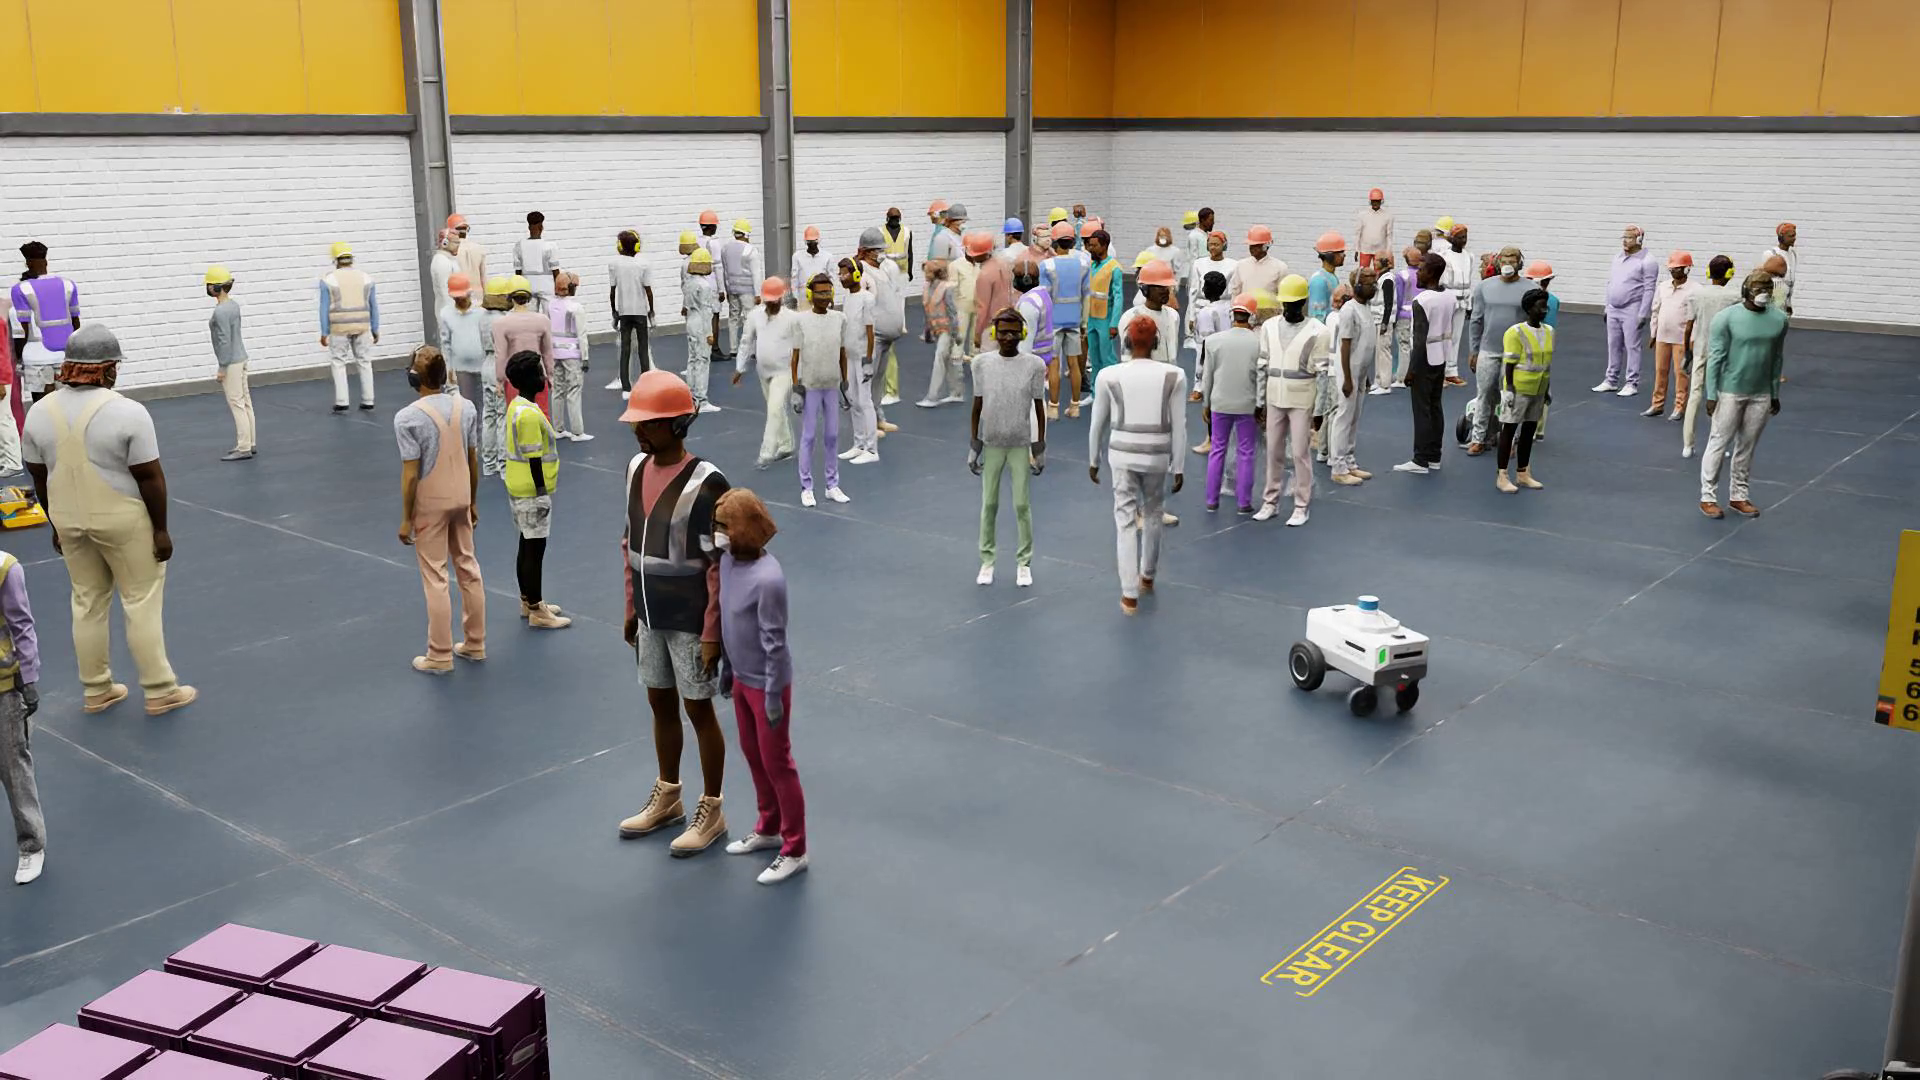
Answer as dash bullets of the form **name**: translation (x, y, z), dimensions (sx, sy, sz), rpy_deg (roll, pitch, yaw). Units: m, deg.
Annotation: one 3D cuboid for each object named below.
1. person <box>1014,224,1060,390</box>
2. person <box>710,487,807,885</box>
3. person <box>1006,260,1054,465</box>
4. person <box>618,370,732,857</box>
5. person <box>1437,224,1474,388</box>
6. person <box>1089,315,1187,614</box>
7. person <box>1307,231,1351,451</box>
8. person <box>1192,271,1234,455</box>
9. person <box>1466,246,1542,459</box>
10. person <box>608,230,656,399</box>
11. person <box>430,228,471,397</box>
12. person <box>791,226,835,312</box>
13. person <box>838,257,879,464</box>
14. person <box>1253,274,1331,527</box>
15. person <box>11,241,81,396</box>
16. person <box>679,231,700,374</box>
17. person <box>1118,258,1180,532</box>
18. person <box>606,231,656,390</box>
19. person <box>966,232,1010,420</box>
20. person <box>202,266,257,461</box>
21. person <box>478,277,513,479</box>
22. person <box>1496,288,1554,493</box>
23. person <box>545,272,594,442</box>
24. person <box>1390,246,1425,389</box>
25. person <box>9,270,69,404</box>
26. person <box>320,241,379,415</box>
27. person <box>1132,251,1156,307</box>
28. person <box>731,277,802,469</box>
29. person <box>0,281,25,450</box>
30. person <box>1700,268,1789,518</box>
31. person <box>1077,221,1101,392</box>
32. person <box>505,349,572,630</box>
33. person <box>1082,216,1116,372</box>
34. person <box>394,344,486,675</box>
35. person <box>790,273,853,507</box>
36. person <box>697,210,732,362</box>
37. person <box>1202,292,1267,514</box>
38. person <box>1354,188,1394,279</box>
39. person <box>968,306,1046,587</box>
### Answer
- **person**: translation (0.921, -2.637, 18.981), dimensions (0.636, 1.911, 0.406), rpy_deg (-12, 18, -39)
- **person**: translation (-0.821, 0.580, 6.723), dimensions (0.331, 1.622, 0.507), rpy_deg (-8, 16, -29)
- **person**: translation (0.616, -1.590, 14.959), dimensions (0.429, 1.837, 0.624), rpy_deg (4, 15, 14)
- **person**: translation (-1.204, 0.309, 6.937), dimensions (0.605, 2.044, 0.374), rpy_deg (11, 18, 38)
- **person**: translation (5.742, -2.722, 19.374), dimensions (0.574, 1.882, 0.356), rpy_deg (-7, 16, -27)
- **person**: translation (1.119, -0.513, 10.603), dimensions (0.594, 1.848, 0.854), rpy_deg (0, 14, 2)
- **person**: translation (3.432, -1.858, 15.586), dimensions (0.360, 2.047, 0.615), rpy_deg (5, 15, 21)
- **person**: translation (2.349, -1.641, 15.429), dimensions (0.317, 1.695, 0.540), rpy_deg (10, 17, 34)
- **person**: translation (4.972, -1.715, 15.233), dimensions (0.627, 1.941, 0.371), rpy_deg (6, 15, 23)
- **person**: translation (-3.626, -2.489, 18.467), dimensions (0.514, 1.872, 0.328), rpy_deg (2, 14, 6)
- **person**: translation (-5.583, -2.467, 18.318), dimensions (0.406, 1.902, 0.637), rpy_deg (-5, 15, -19)
- **person**: translation (-1.876, -3.132, 21.269), dimensions (0.564, 1.751, 0.330), rpy_deg (-2, 14, -6)
- **person**: translation (-0.933, -1.622, 15.044), dimensions (0.335, 1.856, 0.527), rpy_deg (-9, 17, -32)
- **person**: translation (2.511, -1.058, 12.660), dimensions (0.589, 1.918, 0.394), rpy_deg (12, 18, 39)
- **person**: translation (-8.516, -1.809, 15.567), dimensions (0.372, 1.959, 0.603), rpy_deg (10, 17, 34)
- **person**: translation (-3.277, -2.897, 20.355), dimensions (0.298, 1.742, 0.483), rpy_deg (4, 15, 16)
- **person**: translation (1.454, -1.086, 12.510), dimensions (0.375, 2.044, 0.607), rpy_deg (13, 19, 43)
- **person**: translation (-3.775, -2.641, 19.176), dimensions (0.651, 1.832, 0.597), rpy_deg (-1, 14, -3)
- **person**: translation (0.357, -2.229, 17.286), dimensions (0.462, 1.942, 0.789), rpy_deg (5, 15, 20)
- **person**: translation (-6.664, -1.608, 15.157), dimensions (0.317, 1.769, 0.522), rpy_deg (-2, 14, -9)
- **person**: translation (-3.966, -1.403, 14.410), dimensions (0.484, 1.736, 0.343), rpy_deg (13, 19, 42)
- **person**: translation (4.714, -1.241, 13.830), dimensions (0.529, 1.697, 0.321), rpy_deg (-7, 16, -28)
- **person**: translation (-3.773, -1.753, 16.008), dimensions (0.522, 1.633, 0.315), rpy_deg (9, 17, 33)
- **person**: translation (5.218, -2.569, 19.260), dimensions (0.522, 1.636, 0.310), rpy_deg (-6, 15, -24)
- **person**: translation (-8.555, -1.669, 15.539), dimensions (0.317, 1.696, 0.540), rpy_deg (11, 18, 37)
- **person**: translation (-6.427, -2.228, 17.534), dimensions (0.619, 1.824, 0.403), rpy_deg (-12, 18, -40)
- **person**: translation (1.875, -2.030, 16.841), dimensions (0.315, 1.770, 0.524), rpy_deg (-2, 14, -9)
- **person**: translation (-1.708, -1.484, 14.785), dimensions (0.575, 1.694, 0.859), rpy_deg (8, 16, 30)
- **person**: translation (-8.890, -1.655, 15.360), dimensions (0.526, 1.761, 0.340), rpy_deg (-12, 18, -39)
- **person**: translation (6.075, -1.131, 12.900), dimensions (0.632, 1.938, 0.359), rpy_deg (-2, 14, -8)
- **person**: translation (1.483, -2.669, 19.038), dimensions (0.358, 1.940, 0.552), rpy_deg (0, 14, 2)
- **person**: translation (-2.584, -0.305, 10.086), dimensions (0.318, 1.700, 0.535), rpy_deg (-6, 15, -22)
- **person**: translation (1.653, -3.039, 20.591), dimensions (0.410, 1.908, 0.643), rpy_deg (-6, 15, -23)
- **person**: translation (-2.891, -0.165, 9.233), dimensions (0.346, 1.846, 0.506), rpy_deg (10, 17, 34)
- **person**: translation (-1.109, -1.206, 13.350), dimensions (0.526, 1.868, 0.324), rpy_deg (-8, 16, -28)
- **person**: translation (-3.220, -3.272, 21.456), dimensions (0.545, 1.938, 0.361), rpy_deg (12, 18, 40)
- **person**: translation (2.182, -1.067, 13.057), dimensions (0.574, 1.737, 0.354), rpy_deg (4, 15, 17)
- **person**: translation (6.730, -4.716, 27.112), dimensions (0.612, 1.995, 0.377), rpy_deg (3, 14, 13)
- **person**: translation (0.311, -0.612, 10.993), dimensions (0.512, 1.862, 0.325), rpy_deg (2, 14, 8)
